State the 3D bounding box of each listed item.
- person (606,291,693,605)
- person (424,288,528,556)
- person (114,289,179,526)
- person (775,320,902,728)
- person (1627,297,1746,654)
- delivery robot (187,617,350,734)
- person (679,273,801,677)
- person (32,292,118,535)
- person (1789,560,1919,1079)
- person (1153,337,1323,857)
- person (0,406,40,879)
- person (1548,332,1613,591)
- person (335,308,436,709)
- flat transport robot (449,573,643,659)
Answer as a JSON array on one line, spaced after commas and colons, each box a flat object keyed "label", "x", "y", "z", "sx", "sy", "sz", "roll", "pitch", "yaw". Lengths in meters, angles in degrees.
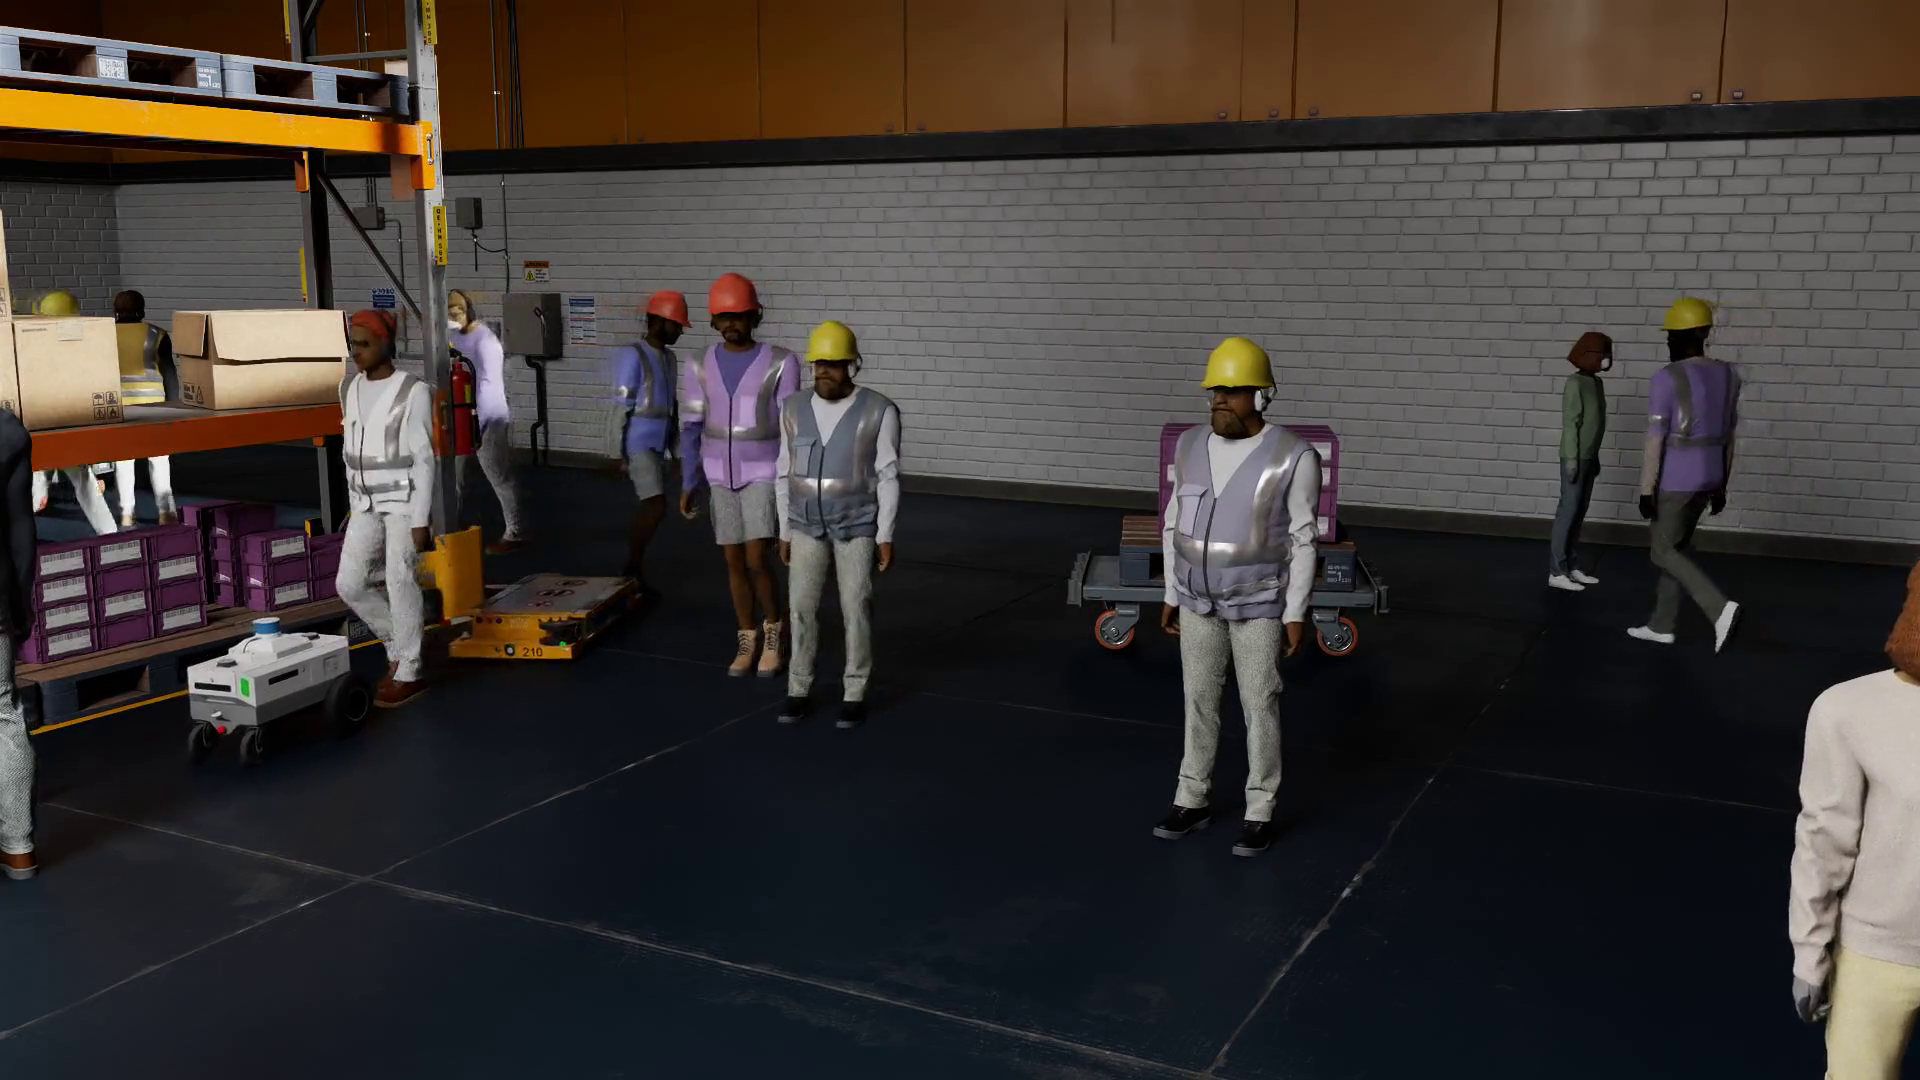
[{"label": "person", "x": -1.878, "y": -0.556, "z": 10.110, "sx": 0.501, "sy": 1.894, "sz": 0.622, "roll": 3, "pitch": 10, "yaw": 17}, {"label": "person", "x": -3.414, "y": -0.778, "z": 11.443, "sx": 0.959, "sy": 1.878, "sz": 0.697, "roll": -9, "pitch": 13, "yaw": -41}, {"label": "person", "x": -6.428, "y": -1.028, "z": 13.002, "sx": 0.634, "sy": 1.841, "sz": 0.429, "roll": -2, "pitch": 10, "yaw": -11}, {"label": "person", "x": -0.554, "y": -0.069, "z": 7.488, "sx": 0.606, "sy": 1.830, "sz": 0.404, "roll": 3, "pitch": 10, "yaw": 16}, {"label": "person", "x": 3.889, "y": -0.329, "z": 8.801, "sx": 0.586, "sy": 1.904, "sz": 0.729, "roll": -5, "pitch": 11, "yaw": -25}, {"label": "delivery robot", "x": -2.967, "y": 0.577, "z": 7.160, "sx": 0.477, "sy": 0.478, "sz": 0.707, "roll": 3, "pitch": 10, "yaw": 17}, {"label": "person", "x": -1.096, "y": -0.301, "z": 8.268, "sx": 0.604, "sy": 2.023, "sz": 0.510, "roll": 3, "pitch": 10, "yaw": 17}, {"label": "person", "x": -6.104, "y": -0.740, "z": 11.279, "sx": 1.015, "sy": 1.860, "sz": 0.593, "roll": -5, "pitch": 11, "yaw": -26}, {"label": "person", "x": 1.811, "y": 0.793, "z": 3.096, "sx": 0.505, "sy": 1.625, "sz": 0.284, "roll": 3, "pitch": 10, "yaw": 18}, {"label": "person", "x": 0.965, "y": 0.202, "z": 5.905, "sx": 0.587, "sy": 1.835, "sz": 0.404, "roll": 7, "pitch": 12, "yaw": 37}, {"label": "person", "x": -3.342, "y": 0.225, "z": 5.465, "sx": 0.368, "sy": 1.940, "sz": 0.633, "roll": 5, "pitch": 11, "yaw": 29}, {"label": "person", "x": 3.954, "y": -0.503, "z": 10.568, "sx": 0.270, "sy": 1.631, "sz": 0.507, "roll": 8, "pitch": 12, "yaw": 37}, {"label": "person", "x": -2.677, "y": -0.140, "z": 7.753, "sx": 0.597, "sy": 1.871, "sz": 0.417, "roll": 5, "pitch": 11, "yaw": 28}, {"label": "flat transport robot", "x": -2.268, "y": 0.404, "z": 9.256, "sx": 0.652, "sy": 0.197, "sz": 1.431, "roll": 1, "pitch": 10, "yaw": 4}]
